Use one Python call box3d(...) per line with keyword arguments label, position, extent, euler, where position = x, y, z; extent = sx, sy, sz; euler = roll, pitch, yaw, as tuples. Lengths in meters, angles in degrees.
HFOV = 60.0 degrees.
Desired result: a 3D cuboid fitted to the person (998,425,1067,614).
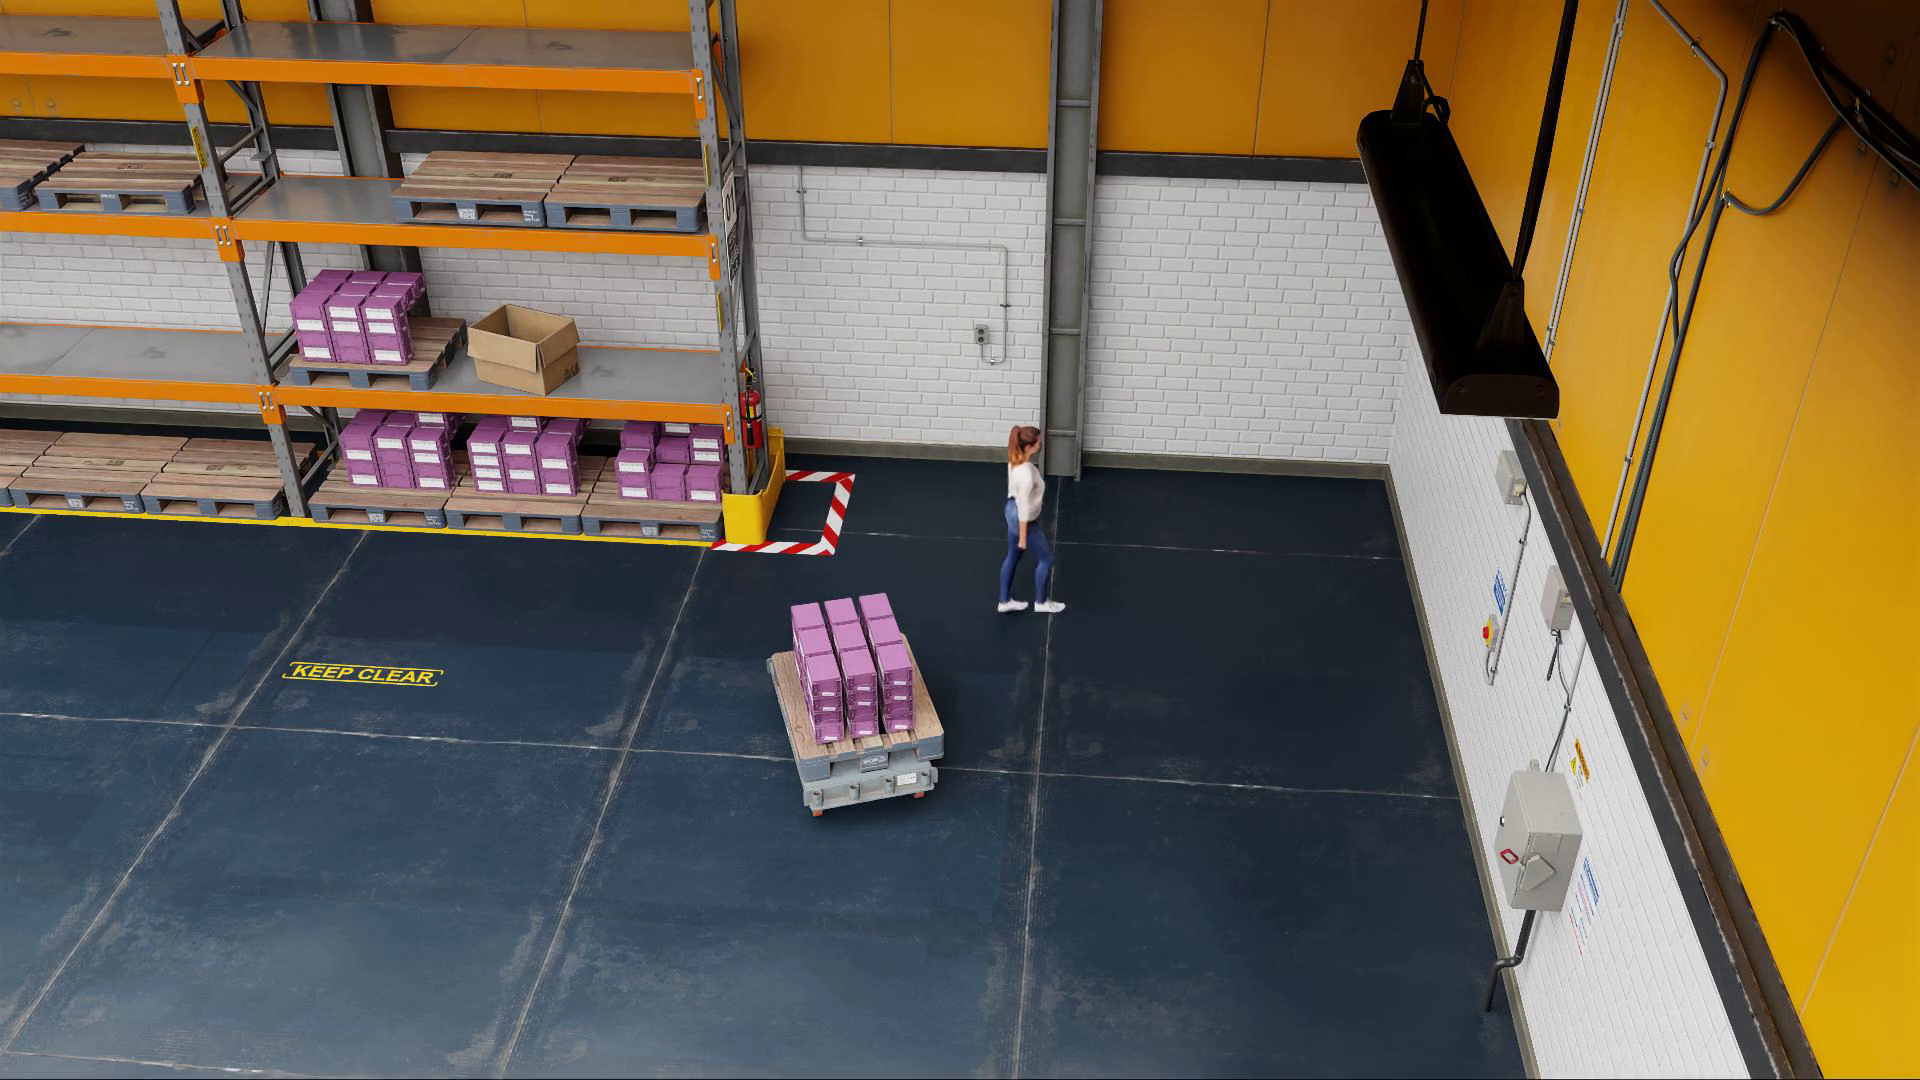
box3d(label="person", position=(0.413, -0.127, 13.078), extent=(0.846, 1.706, 0.741), euler=(-6, 34, -8))
